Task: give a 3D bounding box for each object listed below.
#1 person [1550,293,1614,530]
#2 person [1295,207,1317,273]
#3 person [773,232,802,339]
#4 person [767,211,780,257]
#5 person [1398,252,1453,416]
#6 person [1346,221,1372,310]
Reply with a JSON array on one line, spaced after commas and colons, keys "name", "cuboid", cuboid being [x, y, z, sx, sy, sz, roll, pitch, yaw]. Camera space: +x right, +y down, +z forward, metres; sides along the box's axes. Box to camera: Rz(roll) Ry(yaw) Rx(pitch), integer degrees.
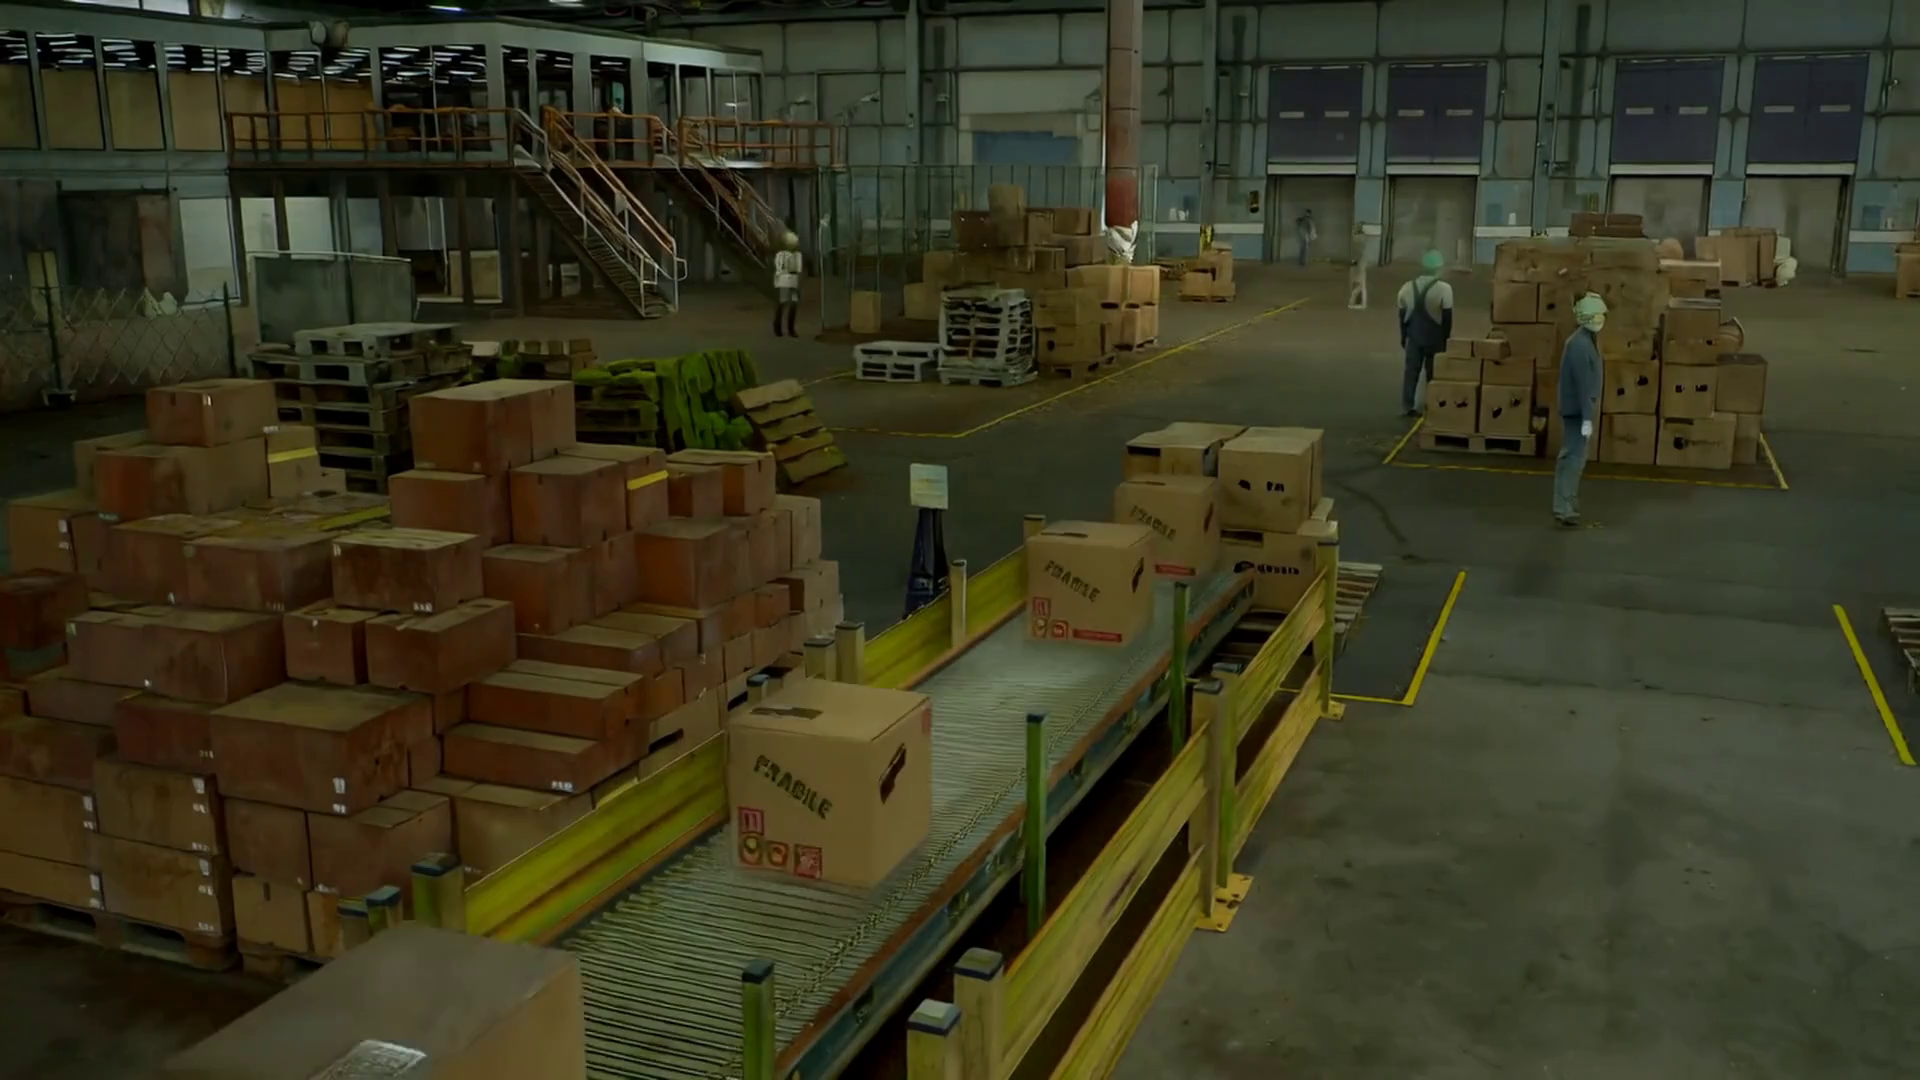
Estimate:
[{"name": "person", "cuboid": [5.261, -1.091, 14.081, 0.385, 1.993, 0.624, 1, 13, 7]}, {"name": "person", "cuboid": [10.213, -8.812, 48.900, 0.630, 1.899, 0.958, -9, 15, -35]}, {"name": "person", "cuboid": [-3.171, -4.598, 30.055, 0.674, 1.885, 0.808, -9, 15, -35]}, {"name": "person", "cuboid": [-5.591, -8.819, 49.155, 0.503, 1.821, 0.622, 4, 13, 18]}, {"name": "person", "cuboid": [5.753, -2.528, 20.426, 0.687, 2.000, 0.535, 11, 17, 41]}, {"name": "person", "cuboid": [8.659, -5.964, 36.102, 0.436, 1.923, 0.702, -5, 13, -20]}]
